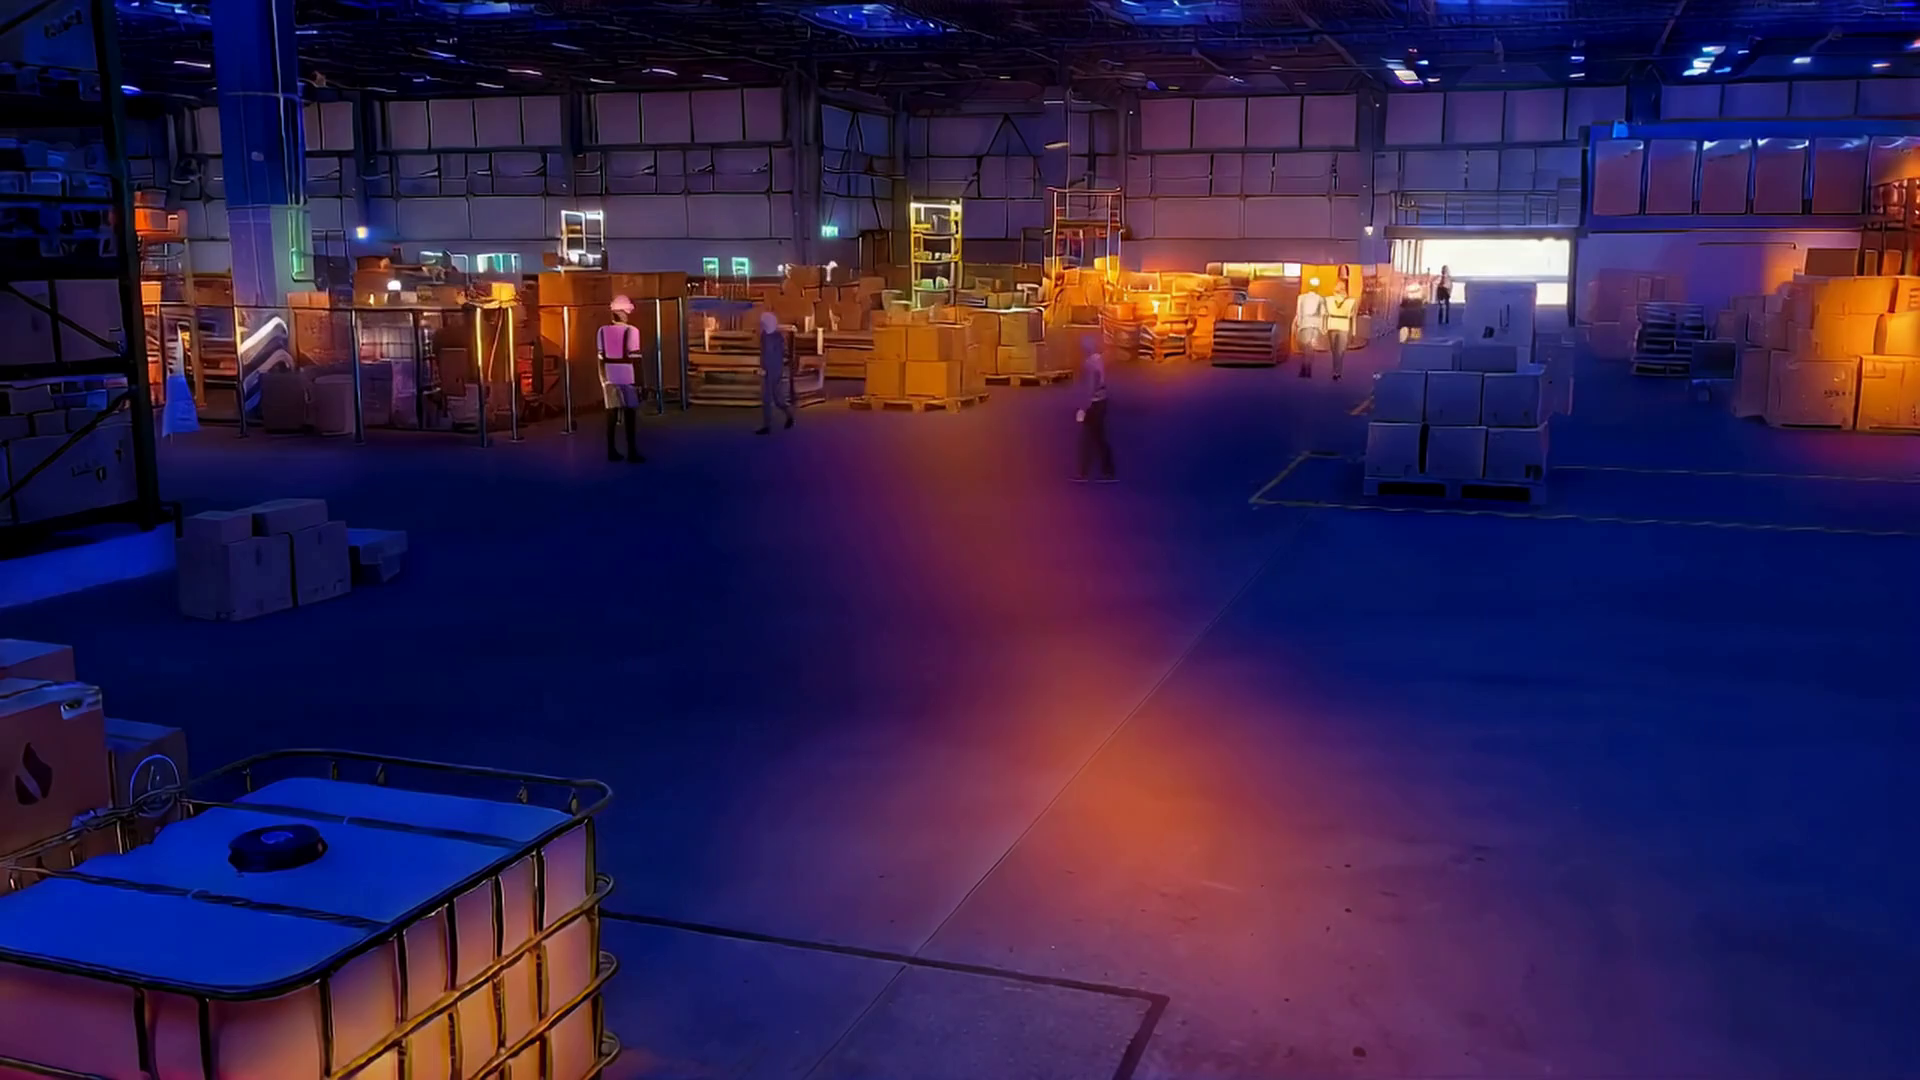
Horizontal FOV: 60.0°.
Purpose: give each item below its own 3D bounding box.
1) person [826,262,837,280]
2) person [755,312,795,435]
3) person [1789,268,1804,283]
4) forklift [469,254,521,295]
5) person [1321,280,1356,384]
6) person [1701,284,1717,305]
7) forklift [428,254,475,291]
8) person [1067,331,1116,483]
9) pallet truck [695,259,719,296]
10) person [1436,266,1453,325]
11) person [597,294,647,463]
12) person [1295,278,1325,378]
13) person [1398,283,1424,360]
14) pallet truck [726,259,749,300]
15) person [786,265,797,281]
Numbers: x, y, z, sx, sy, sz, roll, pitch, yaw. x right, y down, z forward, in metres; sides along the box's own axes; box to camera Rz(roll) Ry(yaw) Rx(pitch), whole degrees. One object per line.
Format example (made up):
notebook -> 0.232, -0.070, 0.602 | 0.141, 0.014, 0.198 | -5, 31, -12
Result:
person -> -3.700, -7.340, 49.983 | 0.671, 1.964, 0.998 | 1, 10, 8
person -> -2.484, -2.200, 21.987 | 0.456, 1.620, 0.525 | -8, 13, -39
person -> 20.051, -5.566, 39.996 | 0.362, 1.962, 0.613 | -1, 10, -3
forklift -> -17.990, -10.121, 64.684 | 1.157, 1.987, 2.680 | 3, 11, 17
person -> 6.876, -3.777, 30.202 | 0.598, 1.872, 1.012 | 4, 11, 24
person -> 23.485, -7.702, 52.160 | 0.652, 1.906, 0.409 | 0, 10, -3
forklift -> -20.133, -10.254, 65.465 | 1.157, 1.987, 2.680 | 3, 11, 19
person -> 1.361, -1.381, 17.432 | 0.610, 1.602, 0.537 | 2, 10, 10
pallet truck -> -9.165, -9.627, 62.776 | 0.823, 1.965, 1.885 | 4, 11, 23
person -> 15.223, -7.680, 52.242 | 0.513, 1.843, 0.335 | 8, 13, 38
person -> -3.886, -1.852, 19.157 | 0.551, 1.934, 0.373 | 4, 11, 21
person -> 6.640, -4.020, 31.537 | 0.561, 1.869, 1.029 | 2, 10, 9
person -> 8.844, -4.171, 32.752 | 0.558, 1.734, 0.764 | 7, 12, 34
pallet truck -> -7.986, -9.493, 62.019 | 0.823, 1.965, 1.885 | 3, 11, 17
person -> -5.181, -7.583, 51.608 | 0.868, 1.881, 0.646 | 5, 11, 28
